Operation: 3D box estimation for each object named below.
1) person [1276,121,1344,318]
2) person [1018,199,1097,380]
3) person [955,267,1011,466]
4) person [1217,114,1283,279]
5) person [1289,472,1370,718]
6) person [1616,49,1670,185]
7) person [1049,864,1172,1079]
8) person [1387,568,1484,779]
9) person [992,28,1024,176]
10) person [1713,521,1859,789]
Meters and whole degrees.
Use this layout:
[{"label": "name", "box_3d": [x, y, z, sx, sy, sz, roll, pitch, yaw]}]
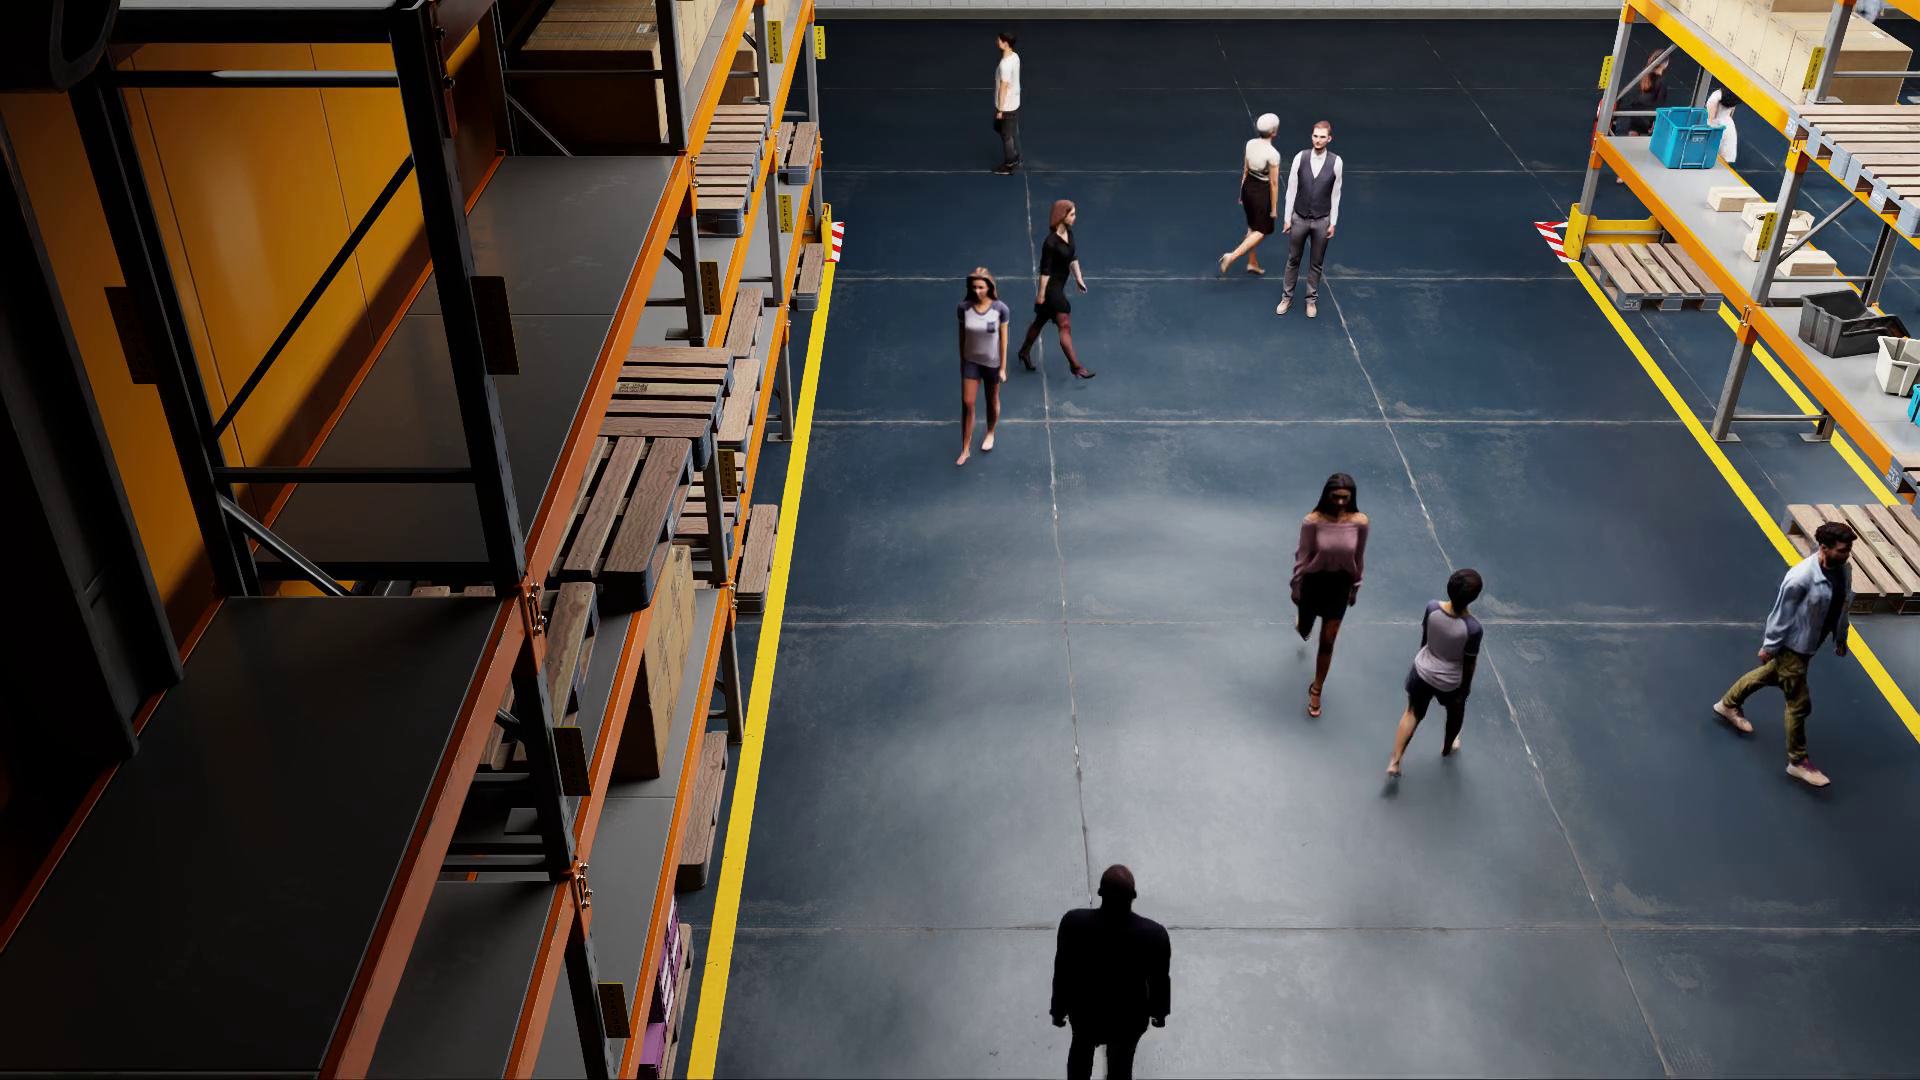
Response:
[{"label": "person", "box_3d": [3.397, -3.114, 16.069, 0.721, 1.938, 0.655, 9, 35, 13]}, {"label": "person", "box_3d": [0.766, -2.271, 15.047, 0.928, 1.665, 1.049, 16, 37, 22]}, {"label": "person", "box_3d": [0.226, -1.510, 13.862, 0.713, 1.709, 0.898, 7, 34, 10]}, {"label": "person", "box_3d": [2.904, -3.386, 16.662, 0.954, 1.734, 0.981, -17, 37, -24]}, {"label": "person", "box_3d": [2.409, 0.293, 11.078, 0.682, 1.789, 1.025, 2, 34, 3]}, {"label": "person", "box_3d": [7.776, -4.811, 18.984, 0.898, 1.537, 0.897, -22, 40, -30]}, {"label": "person", "box_3d": [0.689, 2.339, 7.985, 0.811, 1.805, 0.824, 7, 34, 11]}, {"label": "person", "box_3d": [2.987, 0.862, 10.451, 0.935, 1.534, 1.048, 24, 40, 31]}, {"label": "person", "box_3d": [0.618, -5.040, 19.166, 0.753, 1.717, 0.607, 7, 34, 10]}, {"label": "person", "box_3d": [5.279, 0.617, 10.610, 1.072, 1.767, 1.268, -18, 38, -25]}]
